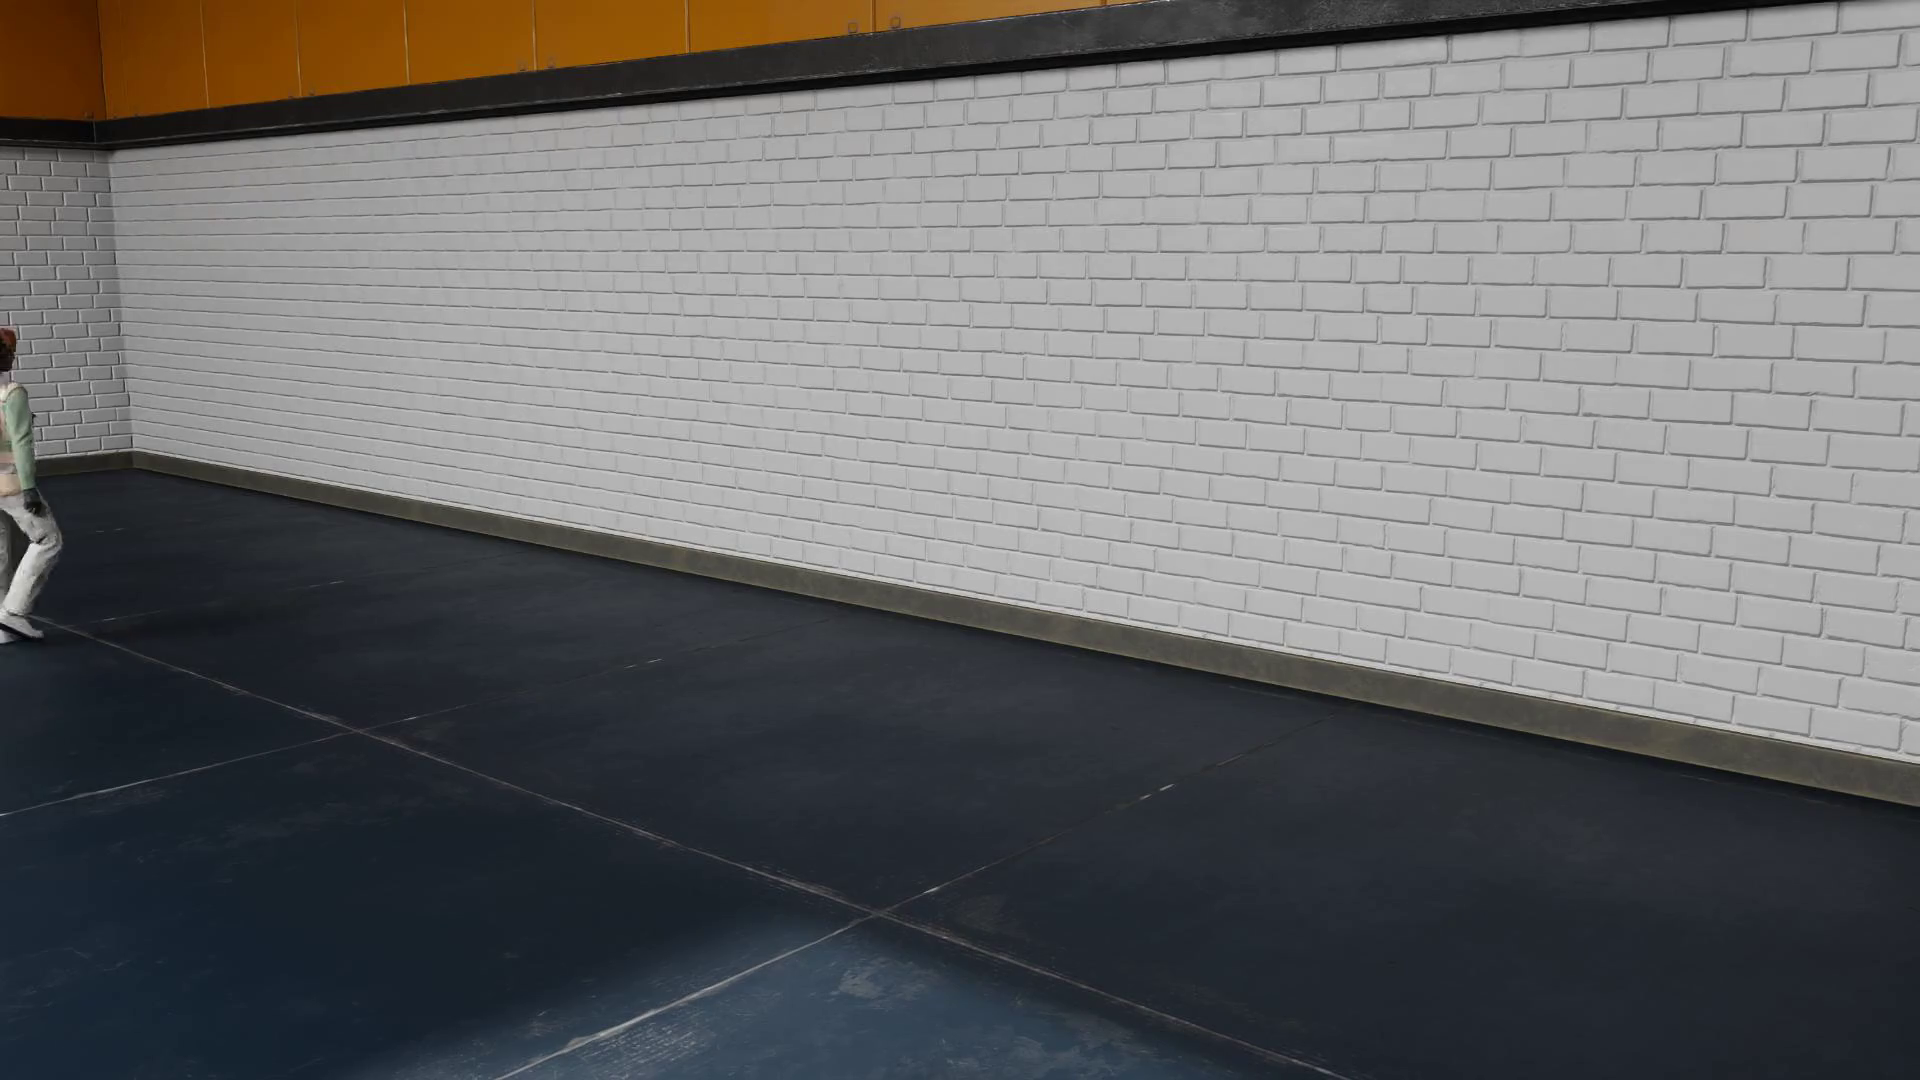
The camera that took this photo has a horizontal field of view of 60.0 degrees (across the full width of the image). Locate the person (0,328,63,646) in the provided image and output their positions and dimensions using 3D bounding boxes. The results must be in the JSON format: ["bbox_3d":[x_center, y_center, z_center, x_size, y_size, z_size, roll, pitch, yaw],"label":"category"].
[{"bbox_3d":[-4.832,-0.263,8.429,0.536,1.626,0.371,5,11,25],"label":"person"}]
